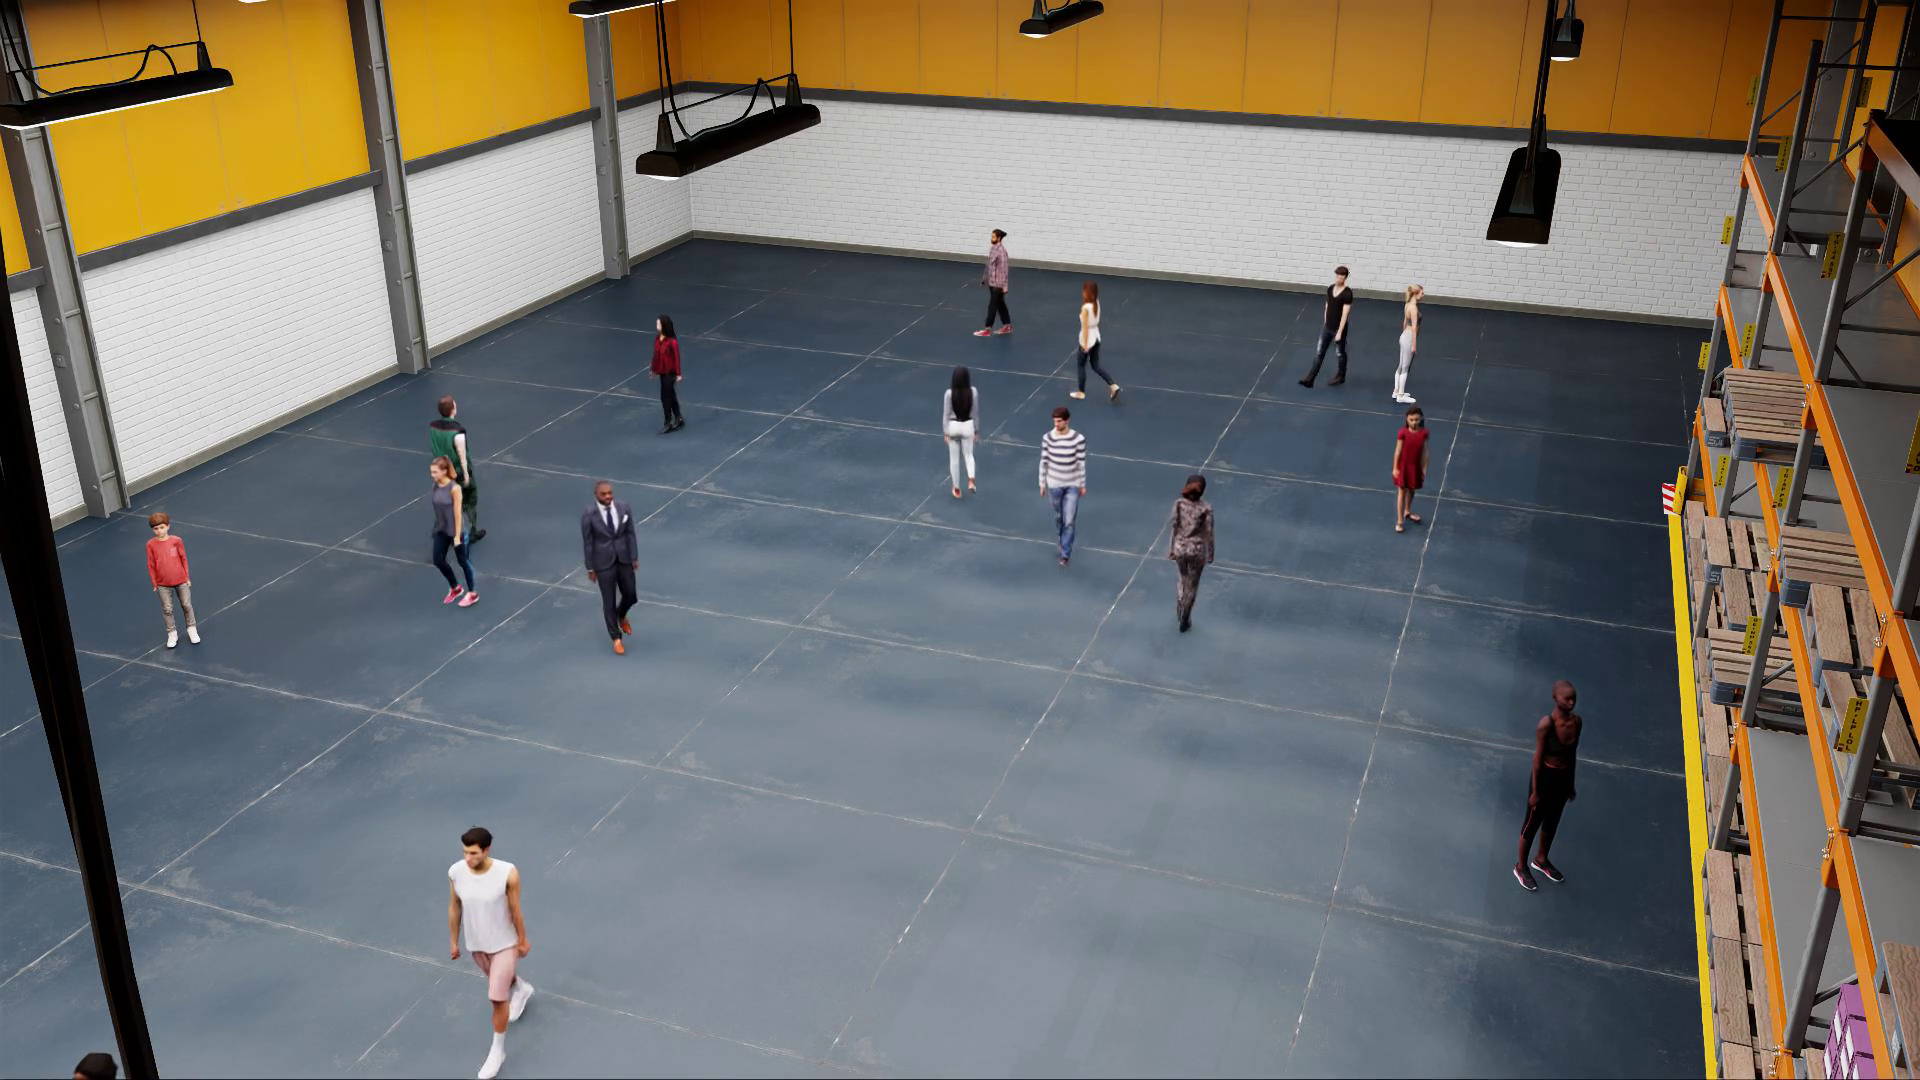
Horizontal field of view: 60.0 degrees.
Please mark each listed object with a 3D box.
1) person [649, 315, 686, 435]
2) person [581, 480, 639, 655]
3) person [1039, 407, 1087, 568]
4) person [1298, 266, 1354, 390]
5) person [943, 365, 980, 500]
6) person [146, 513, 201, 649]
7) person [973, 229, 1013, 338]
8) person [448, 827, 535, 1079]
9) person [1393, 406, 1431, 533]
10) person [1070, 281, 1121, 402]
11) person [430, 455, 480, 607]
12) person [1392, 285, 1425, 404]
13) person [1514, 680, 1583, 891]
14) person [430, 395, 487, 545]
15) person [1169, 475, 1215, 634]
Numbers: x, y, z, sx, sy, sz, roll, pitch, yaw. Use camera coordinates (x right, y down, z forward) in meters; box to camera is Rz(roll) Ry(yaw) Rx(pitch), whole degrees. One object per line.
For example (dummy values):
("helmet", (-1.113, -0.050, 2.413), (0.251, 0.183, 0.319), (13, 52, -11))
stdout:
("person", (-3.929, -2.294, 22.733), (0.806, 1.641, 0.730), (-22, 32, -40))
("person", (-3.528, 0.216, 16.776), (0.922, 1.813, 0.980), (-13, 27, -26))
("person", (1.184, -0.651, 18.766), (0.682, 1.807, 1.116), (7, 24, 15))
("person", (5.561, -3.097, 24.311), (1.275, 1.849, 1.118), (-14, 27, -29))
("person", (0.030, -1.272, 20.305), (0.820, 1.714, 0.918), (-5, 24, -11))
("person", (-8.009, 0.387, 16.879), (0.597, 1.417, 0.660), (-11, 26, -24))
("person", (0.679, -4.158, 26.875), (1.071, 1.740, 1.041), (-7, 25, -15))
("person", (-3.126, 2.657, 11.273), (0.756, 1.748, 1.166), (5, 24, 12))
("person", (5.330, -0.887, 19.659), (0.721, 1.524, 0.876), (-2, 24, -4))
("person", (1.944, -2.806, 23.753), (0.834, 1.762, 1.010), (17, 29, 33))
("person", (-5.315, -0.115, 17.660), (0.602, 1.712, 0.652), (11, 26, 24))
("person", (6.441, -2.838, 23.896), (0.688, 1.706, 0.549), (-1, 24, -1))
("person", (4.621, 1.884, 13.030), (0.660, 1.758, 0.718), (-10, 26, -22))
("person", (-5.806, -0.747, 18.962), (0.698, 1.826, 0.988), (11, 26, 24))
("person", (2.330, 0.159, 17.043), (0.622, 1.704, 0.641), (11, 26, 23))
